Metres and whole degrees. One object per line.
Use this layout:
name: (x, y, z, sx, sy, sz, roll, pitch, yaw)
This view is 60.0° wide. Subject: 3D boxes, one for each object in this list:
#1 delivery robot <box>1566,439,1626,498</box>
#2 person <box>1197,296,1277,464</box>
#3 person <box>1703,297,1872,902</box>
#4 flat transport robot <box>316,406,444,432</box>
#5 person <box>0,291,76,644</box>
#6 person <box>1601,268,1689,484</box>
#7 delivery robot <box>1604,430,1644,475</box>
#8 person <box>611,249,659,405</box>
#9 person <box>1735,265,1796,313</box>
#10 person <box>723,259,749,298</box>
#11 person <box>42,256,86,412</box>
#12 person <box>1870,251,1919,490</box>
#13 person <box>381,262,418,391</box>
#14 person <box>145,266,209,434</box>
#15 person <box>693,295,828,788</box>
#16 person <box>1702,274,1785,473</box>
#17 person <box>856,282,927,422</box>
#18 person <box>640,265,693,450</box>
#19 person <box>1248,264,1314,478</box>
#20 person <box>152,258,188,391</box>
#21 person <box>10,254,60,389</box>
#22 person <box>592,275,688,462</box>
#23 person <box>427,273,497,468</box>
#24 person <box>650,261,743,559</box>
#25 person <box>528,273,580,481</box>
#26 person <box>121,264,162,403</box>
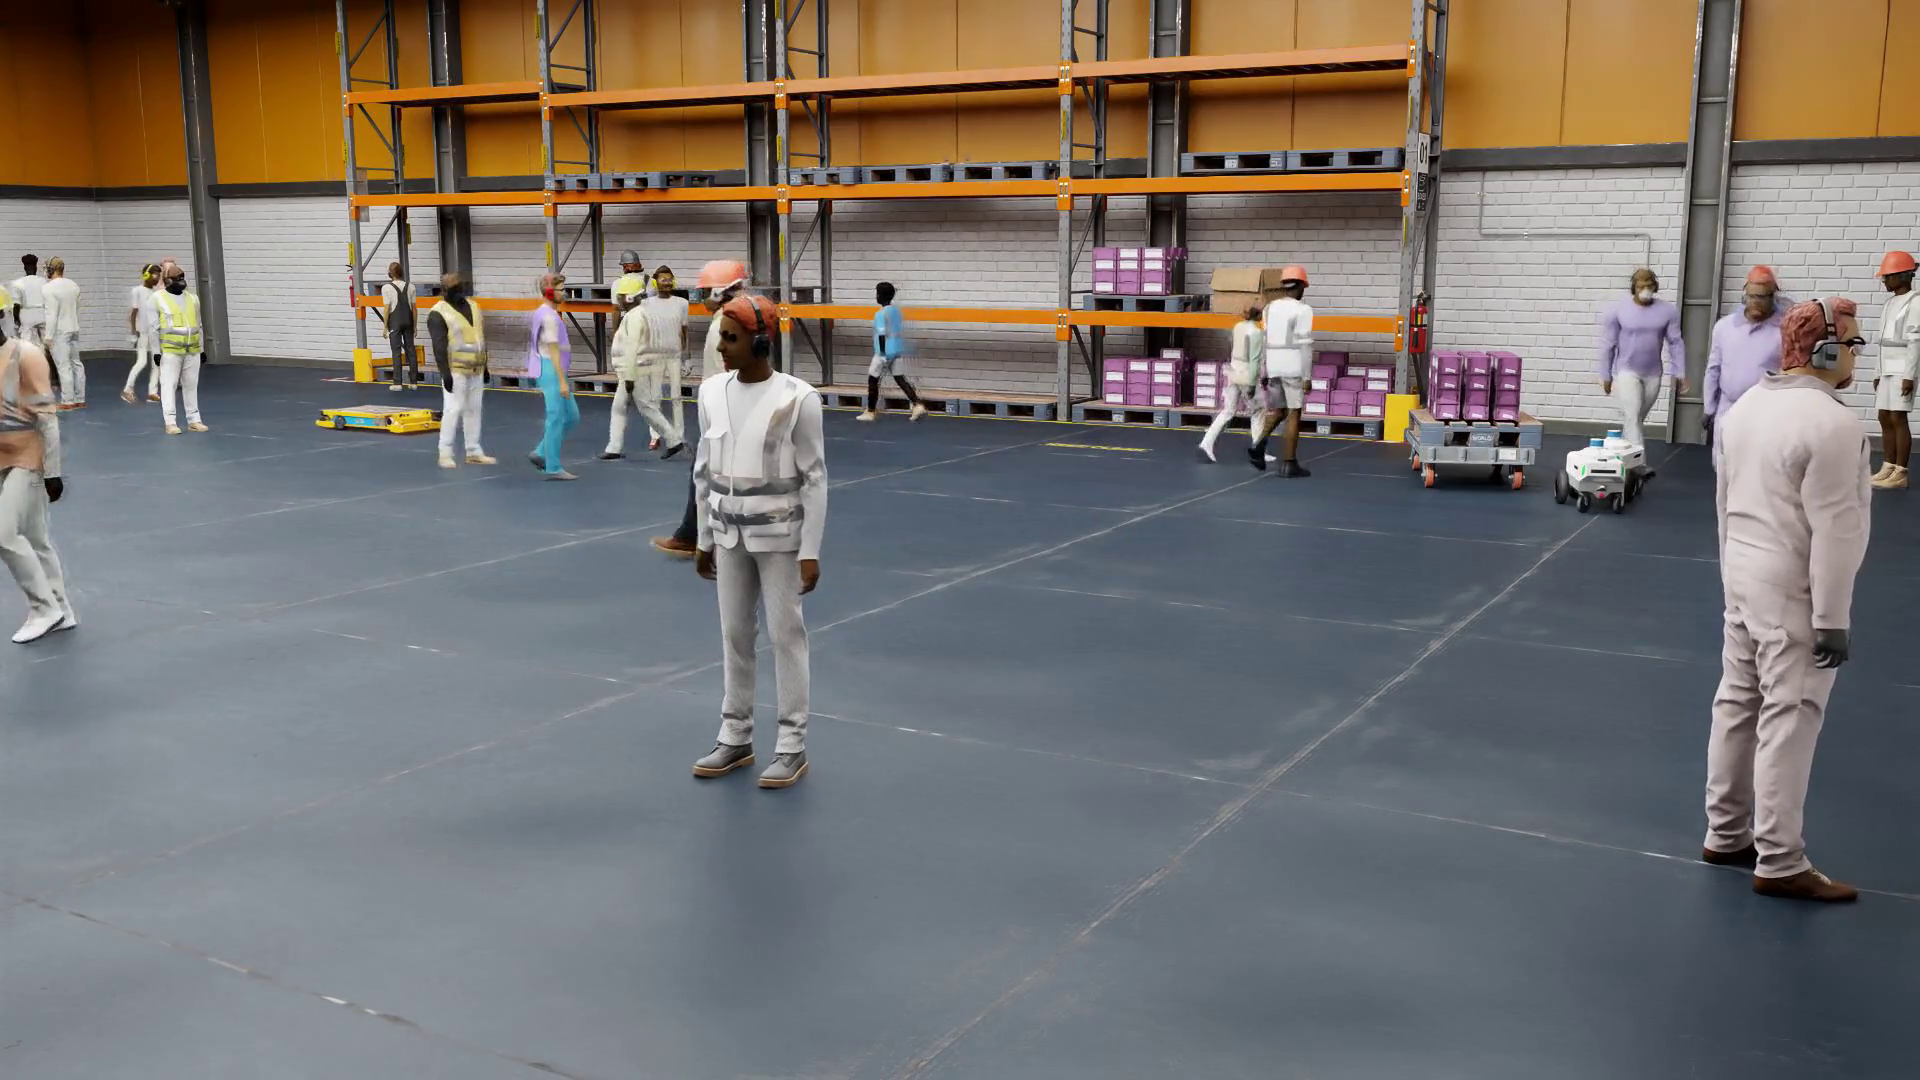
delivery robot: (4.993, -0.554, 13.070, 0.477, 0.478, 0.707, 2, 10, 11)
person: (2.661, -1.520, 15.825, 0.808, 1.603, 0.512, -4, 11, -22)
person: (2.682, 0.182, 5.345, 0.397, 1.909, 0.642, -1, 10, -3)
flat transport robot: (-6.537, -1.377, 18.799, 1.431, 0.197, 0.652, 6, 11, 29)
person: (-4.921, -0.401, 8.666, 0.597, 1.896, 0.554, 6, 12, 32)
person: (6.005, -1.438, 14.633, 0.663, 1.872, 1.065, 0, 10, 3)
delivery robot: (5.370, -0.664, 13.697, 0.477, 0.478, 0.707, 8, 13, 37)
person: (-4.293, -2.798, 21.839, 0.680, 2.000, 0.536, -8, 13, -39)
person: (7.749, -1.694, 16.037, 0.589, 1.883, 0.579, 4, 11, 19)
person: (-2.053, -1.741, 16.136, 0.898, 1.952, 0.620, -3, 10, -17)
person: (-11.260, -2.574, 20.856, 0.372, 1.940, 0.627, 1, 10, 5)
person: (7.978, -1.445, 14.216, 0.403, 2.030, 0.617, 1, 10, 4)
person: (-8.043, -3.063, 23.893, 0.506, 1.846, 0.346, -9, 13, -41)
person: (-8.656, -2.101, 18.443, 0.429, 1.846, 0.633, 7, 12, 33)
person: (-0.778, 0.010, 6.386, 0.576, 1.883, 0.362, 6, 12, 30)
person: (5.595, -0.930, 11.723, 0.656, 1.885, 0.617, 9, 14, 43)
person: (-0.798, -2.210, 19.573, 0.838, 1.662, 0.530, 6, 12, 30)
person: (-2.992, -1.845, 16.916, 0.532, 1.873, 0.315, -2, 10, -9)
person: (2.902, -1.503, 14.881, 0.590, 1.909, 0.626, -7, 12, -35)
person: (-11.274, -3.069, 23.772, 0.400, 1.909, 0.651, 7, 12, 34)
person: (-13.400, -3.160, 24.118, 0.612, 1.957, 0.390, -9, 13, -40)
person: (-3.063, -1.630, 15.923, 0.902, 1.799, 0.602, -2, 10, -10)
person: (-4.687, -1.583, 15.631, 0.458, 1.812, 0.672, 5, 11, 25)
person: (-1.648, -0.844, 10.986, 0.924, 1.954, 0.660, 2, 10, 11)
person: (-3.561, -1.418, 14.616, 0.443, 1.830, 0.575, -2, 10, -11)
person: (-10.834, -2.737, 22.116, 0.536, 1.835, 0.557, 3, 11, 18)
